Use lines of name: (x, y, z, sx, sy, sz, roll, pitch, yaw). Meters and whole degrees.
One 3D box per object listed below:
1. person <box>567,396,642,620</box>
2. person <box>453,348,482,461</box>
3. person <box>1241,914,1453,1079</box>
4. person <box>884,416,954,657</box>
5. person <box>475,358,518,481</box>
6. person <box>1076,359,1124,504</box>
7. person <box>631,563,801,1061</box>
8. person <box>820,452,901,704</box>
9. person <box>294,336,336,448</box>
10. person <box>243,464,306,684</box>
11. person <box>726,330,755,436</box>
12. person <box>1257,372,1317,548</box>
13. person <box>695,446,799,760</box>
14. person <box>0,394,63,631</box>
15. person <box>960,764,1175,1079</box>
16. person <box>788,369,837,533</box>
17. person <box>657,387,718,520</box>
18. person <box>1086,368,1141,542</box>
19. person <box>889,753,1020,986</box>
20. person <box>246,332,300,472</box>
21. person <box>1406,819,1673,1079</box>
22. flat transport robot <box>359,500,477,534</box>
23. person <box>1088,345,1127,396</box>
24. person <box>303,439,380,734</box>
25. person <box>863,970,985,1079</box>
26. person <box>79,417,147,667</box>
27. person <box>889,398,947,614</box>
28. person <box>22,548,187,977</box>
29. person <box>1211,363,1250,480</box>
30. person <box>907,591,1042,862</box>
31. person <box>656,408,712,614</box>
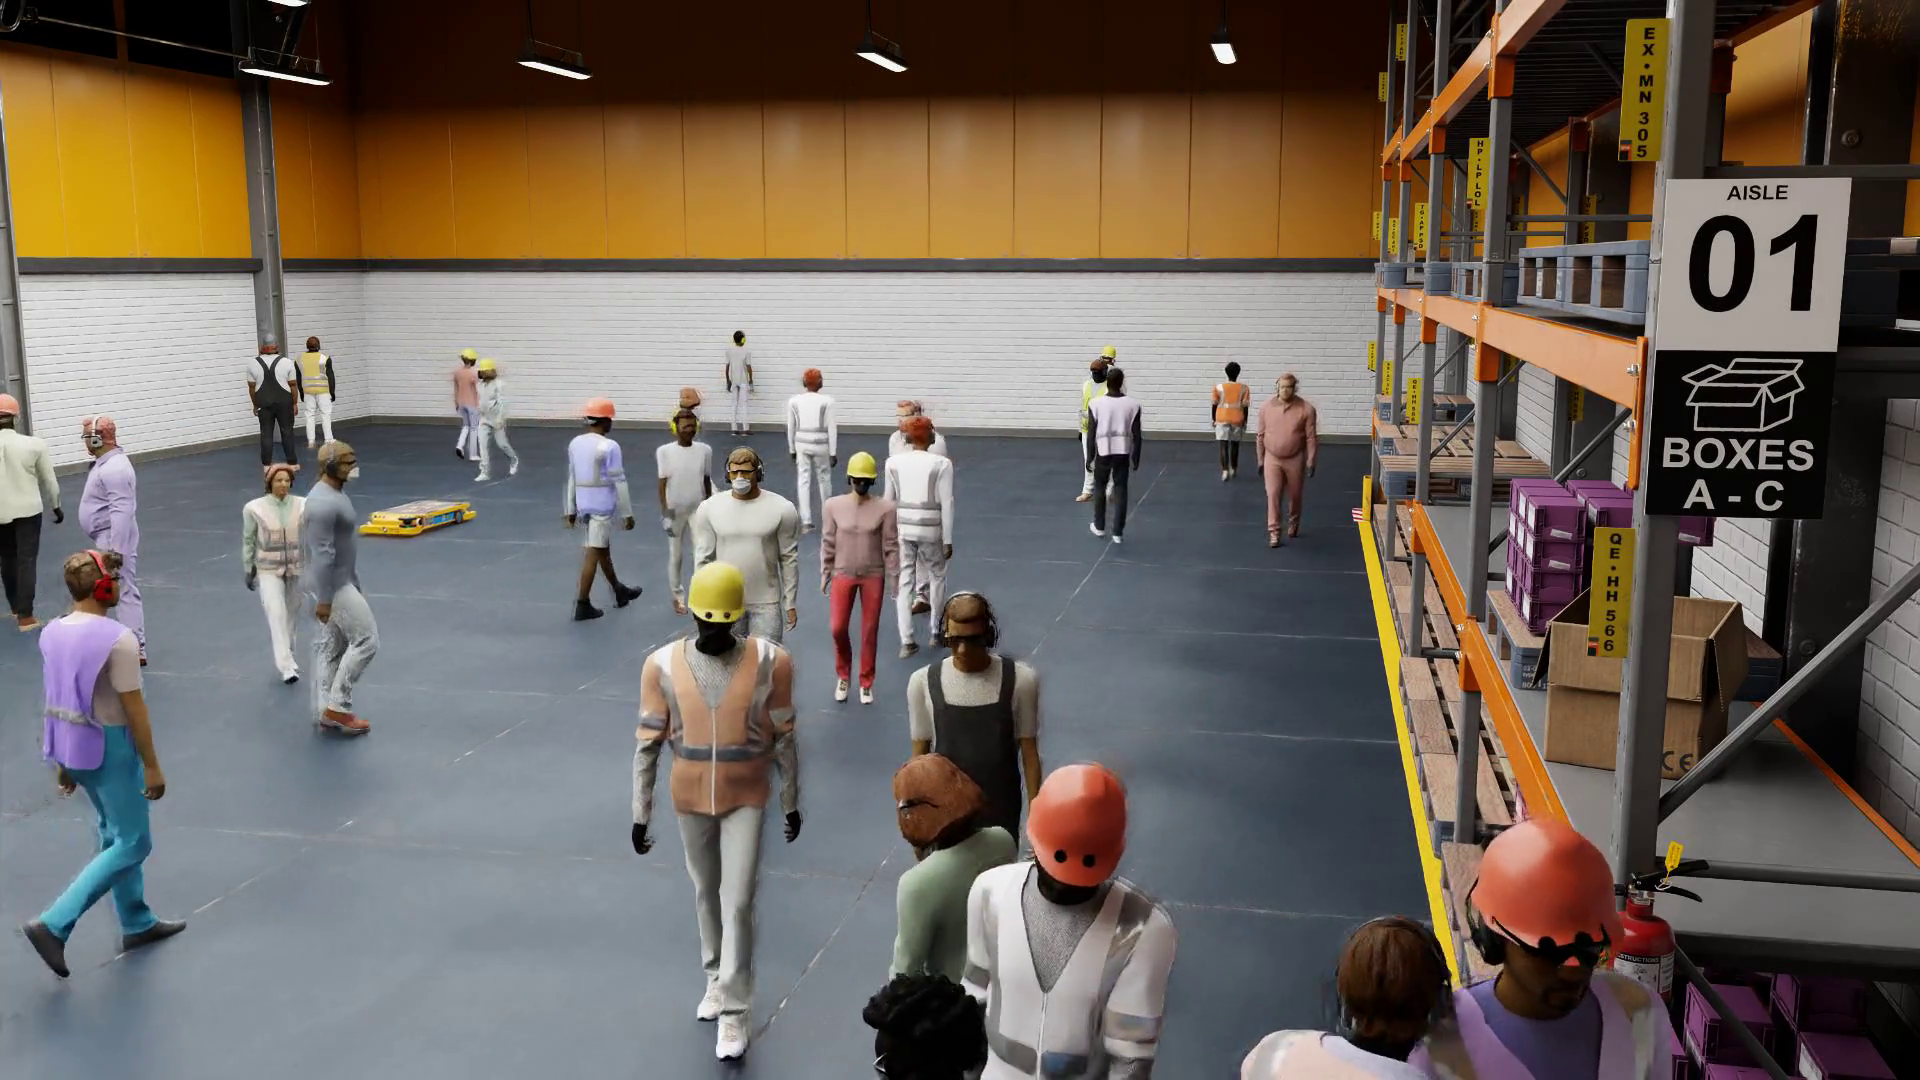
person: (-3.048, -0.290, 14.397, 0.568, 1.890, 0.946, 7, 12, 36)
person: (-7.543, -2.078, 25.593, 0.546, 1.751, 0.390, 4, 10, 24)
person: (0.838, 1.614, 3.286, 0.952, 1.789, 0.621, -9, 13, -42)
person: (-0.295, -0.053, 13.085, 0.601, 1.848, 0.840, 3, 10, 17)
person: (-6.588, -1.716, 23.517, 0.500, 1.716, 0.744, 3, 10, 20)
person: (1.759, -1.377, 21.132, 0.622, 1.838, 0.429, 7, 12, 36)
person: (-0.960, 1.032, 6.420, 0.630, 1.889, 0.850, 1, 9, 3)
person: (-0.683, 0.265, 11.444, 0.554, 1.752, 0.388, -1, 9, -3)
person: (-10.634, -2.440, 27.509, 0.626, 1.847, 0.429, 0, 9, -2)
person: (-4.923, 0.233, 12.159, 0.535, 1.586, 0.870, -7, 12, -37)
person: (-3.904, -2.780, 29.495, 0.533, 1.864, 0.310, 3, 10, 20)
person: (3.550, -0.891, 18.082, 0.651, 1.881, 0.857, 3, 10, 15)
person: (-1.300, 0.390, 10.171, 0.636, 1.938, 0.358, 0, 9, -3)
person: (-7.920, -0.252, 14.005, 0.620, 1.953, 0.876, -2, 10, -14)
person: (0.192, 1.446, 3.982, 0.585, 1.883, 0.756, 4, 10, 22)
person: (-1.660, -1.037, 19.052, 0.611, 1.839, 0.942, 2, 10, 10)
person: (-3.148, -1.011, 19.647, 0.833, 1.593, 0.510, -2, 10, -9)
person: (1.680, -0.950, 18.404, 0.635, 1.880, 0.881, -1, 9, -5)
person: (-0.032, 1.408, 5.041, 0.767, 1.590, 0.563, 7, 12, 37)
person: (-10.038, -2.018, 24.373, 0.683, 2.000, 0.538, -2, 10, -11)
person: (1.109, 1.498, 3.255, 0.630, 2.018, 0.823, -3, 10, -17)
flat transport robot: (-6.234, -0.272, 19.174, 0.652, 0.197, 1.431, 2, 10, 13)
person: (2.190, -1.972, 24.717, 0.591, 1.833, 0.404, 3, 10, 19)
person: (-3.962, 0.312, 10.687, 0.490, 1.920, 0.649, -3, 10, -18)
person: (0.017, 1.644, 3.429, 0.546, 1.666, 0.758, 6, 11, 31)
person: (-6.376, 0.024, 12.489, 0.399, 1.903, 0.644, -5, 11, -28)
person: (-0.355, -0.310, 14.544, 0.685, 1.885, 0.549, 8, 12, 41)
person: (-3.722, 0.947, 7.149, 0.574, 1.829, 0.698, 6, 11, 33)
person: (3.816, -1.681, 23.502, 0.531, 1.649, 0.874, 1, 9, 3)
person: (0.069, 1.067, 6.479, 0.538, 1.817, 0.503, 1, 9, 4)
person: (-2.310, -0.212, 14.164, 0.520, 1.816, 0.983, -4, 10, -22)
